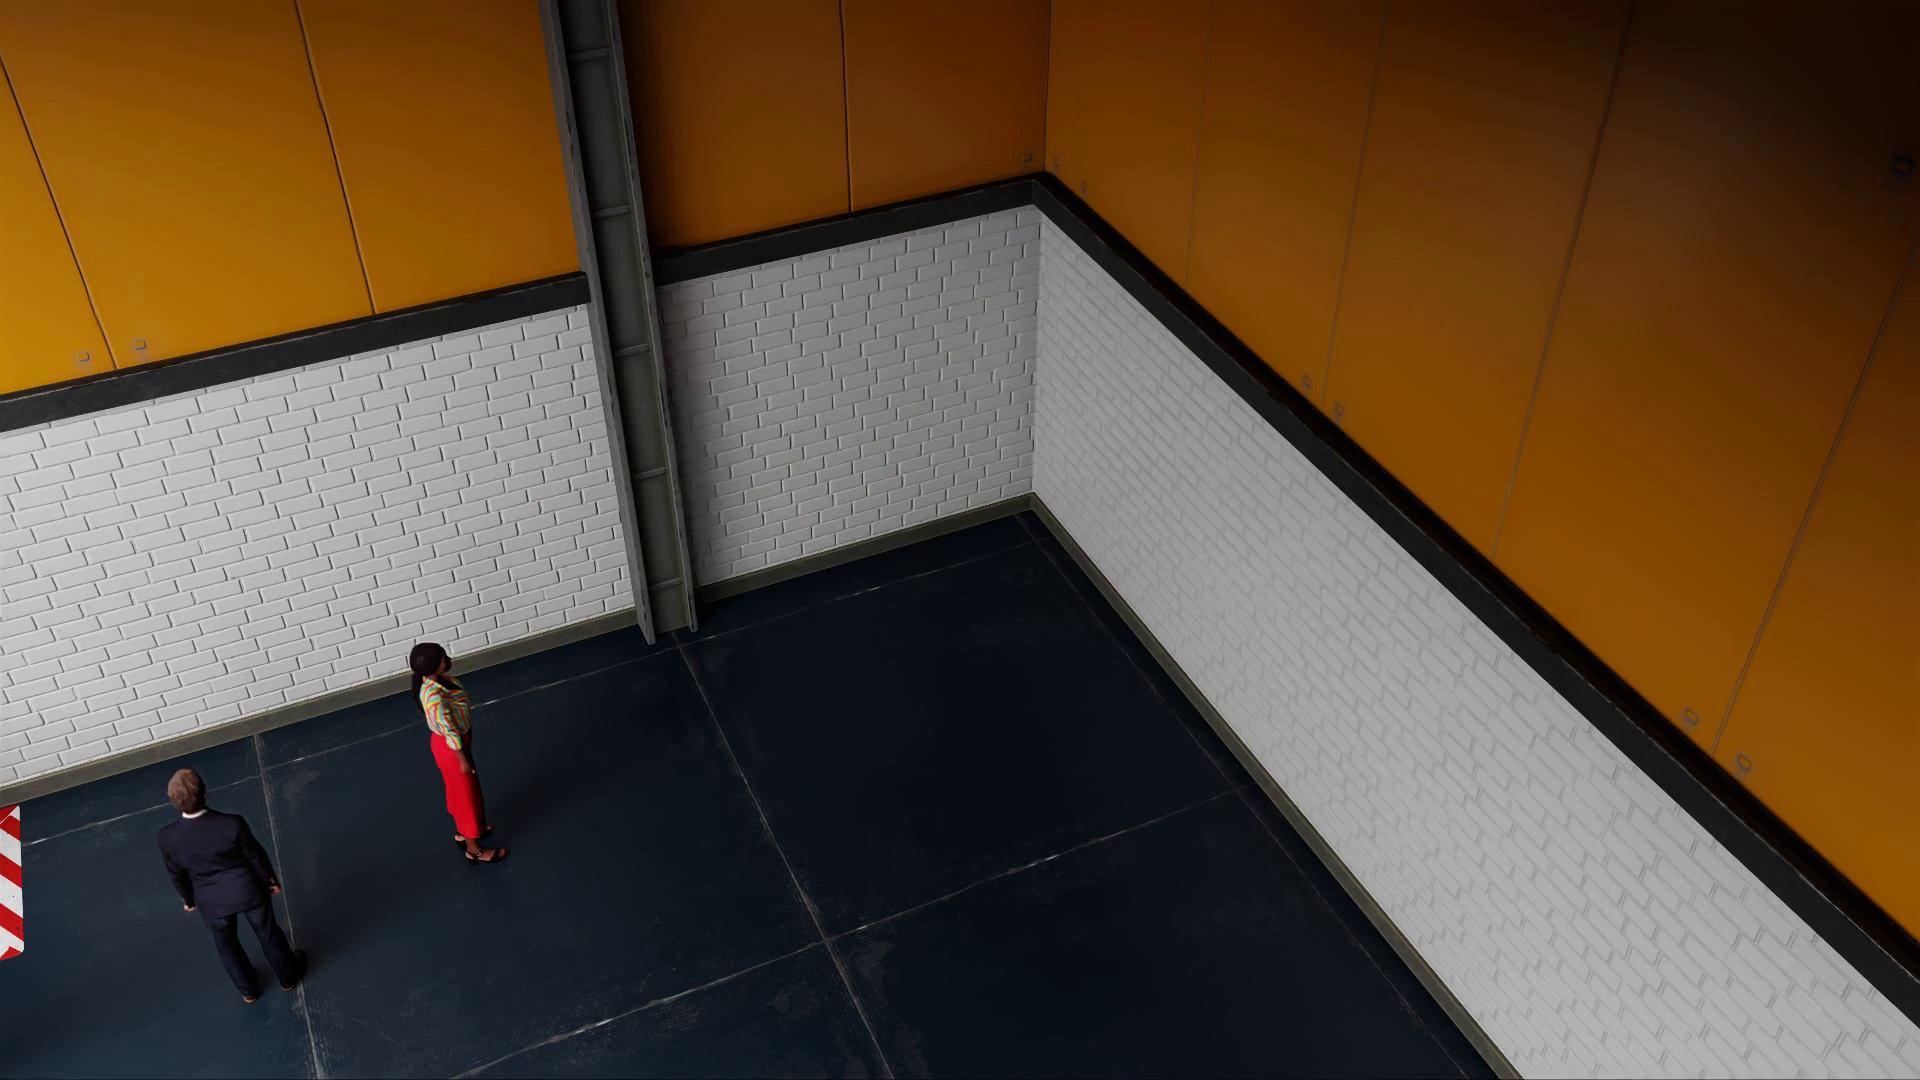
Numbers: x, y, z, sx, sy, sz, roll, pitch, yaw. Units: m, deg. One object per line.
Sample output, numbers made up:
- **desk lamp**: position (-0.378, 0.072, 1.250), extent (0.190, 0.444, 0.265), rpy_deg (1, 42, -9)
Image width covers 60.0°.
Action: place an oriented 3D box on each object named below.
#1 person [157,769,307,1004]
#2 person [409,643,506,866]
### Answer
- **person**: position (-4.200, 1.981, 9.531), extent (0.579, 1.815, 0.778), rpy_deg (-10, 40, -12)
- **person**: position (-3.157, 1.328, 10.367), extent (0.551, 1.792, 0.617), rpy_deg (-20, 43, -24)
